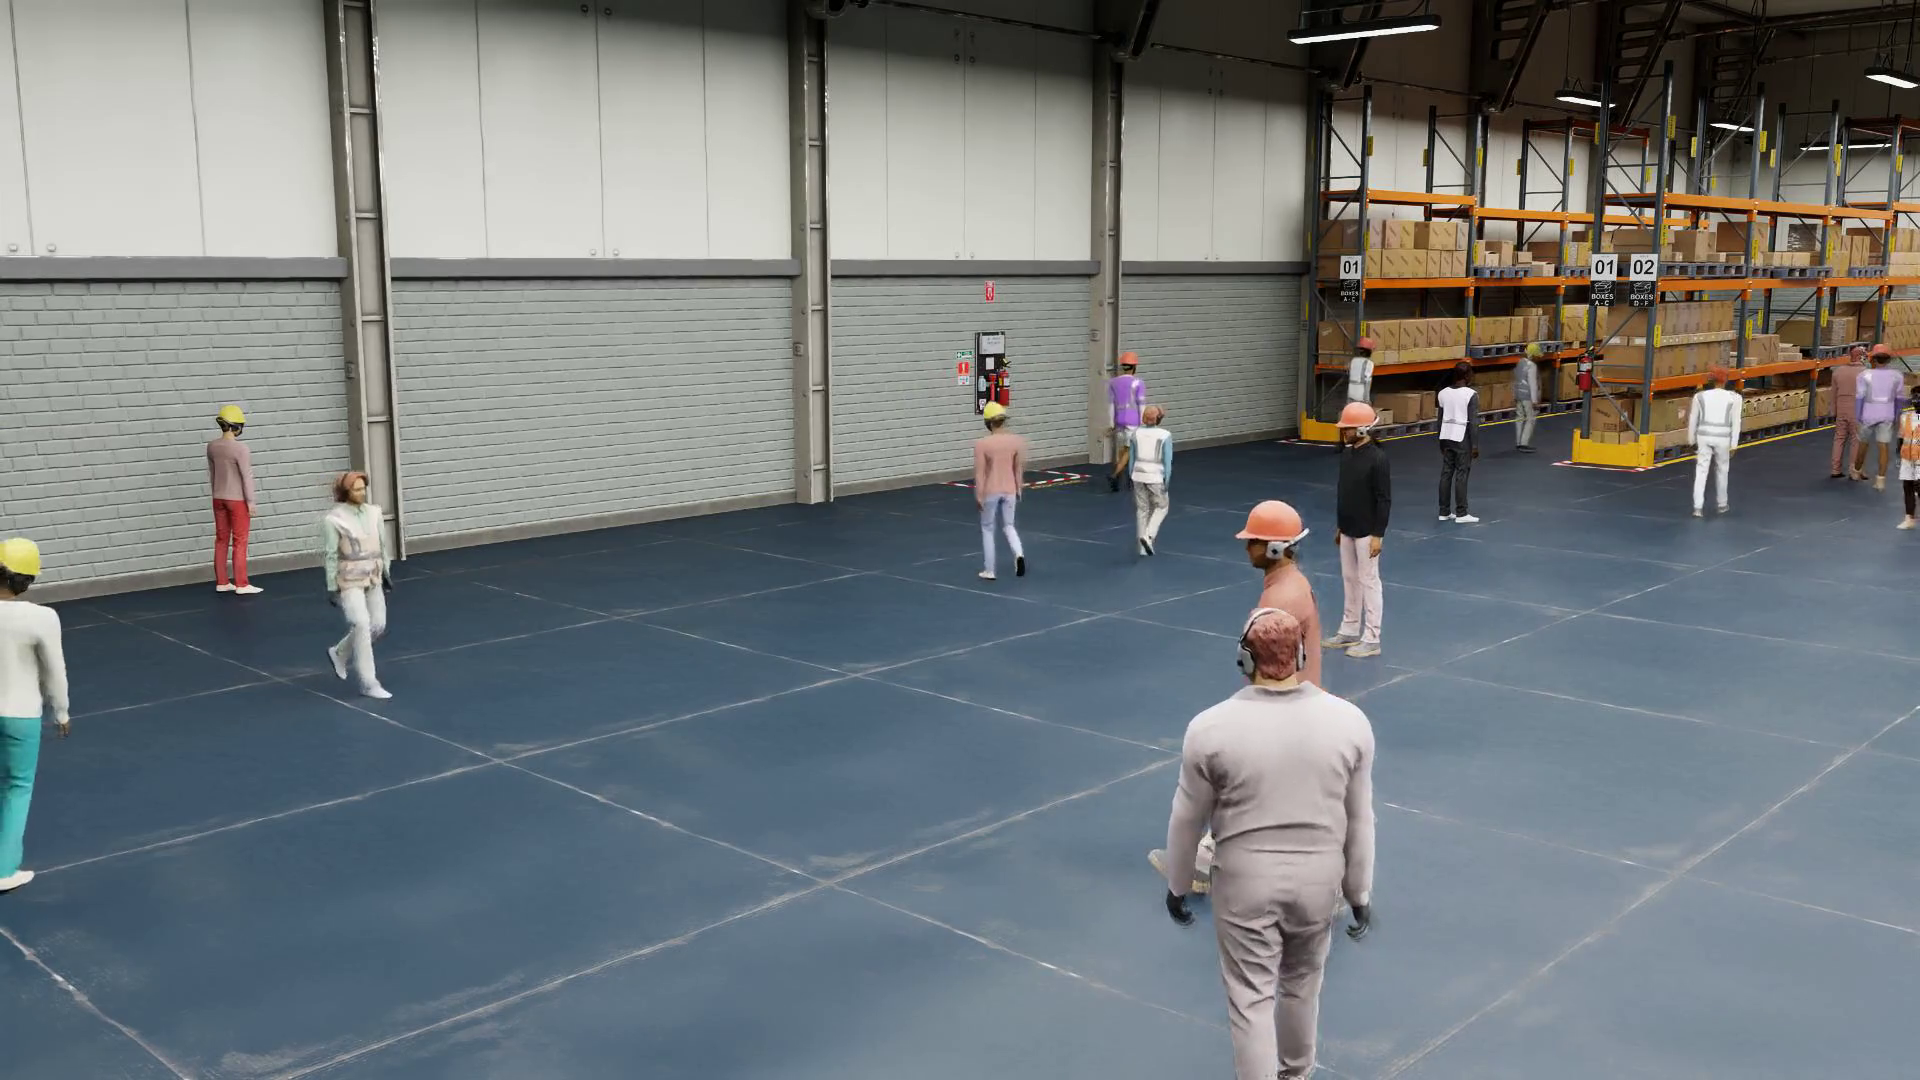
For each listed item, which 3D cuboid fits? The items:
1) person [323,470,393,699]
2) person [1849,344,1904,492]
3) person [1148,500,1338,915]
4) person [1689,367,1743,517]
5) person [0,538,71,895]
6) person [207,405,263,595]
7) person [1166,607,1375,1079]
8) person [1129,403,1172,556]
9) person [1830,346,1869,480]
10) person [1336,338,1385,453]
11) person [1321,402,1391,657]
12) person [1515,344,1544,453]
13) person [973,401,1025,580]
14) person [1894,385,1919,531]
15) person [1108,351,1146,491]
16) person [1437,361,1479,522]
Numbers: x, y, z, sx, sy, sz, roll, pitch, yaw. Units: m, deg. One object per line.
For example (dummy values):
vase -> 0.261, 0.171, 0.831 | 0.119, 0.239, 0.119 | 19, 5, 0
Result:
person -> -4.292, 0.301, 11.772 | 0.616, 1.623, 0.522 | 4, 10, 23
person -> 12.543, -1.688, 22.805 | 0.623, 1.976, 1.127 | 2, 10, 14
person -> 1.353, 0.790, 7.790 | 0.962, 1.950, 0.647 | 2, 9, 10
person -> 9.201, -1.196, 20.313 | 0.596, 1.832, 1.005 | 6, 11, 33
person -> -4.664, 0.852, 8.109 | 0.582, 1.721, 0.419 | -3, 10, -15
person -> -6.737, -0.366, 15.451 | 0.522, 1.764, 0.334 | 4, 10, 25
person -> 1.042, 1.150, 5.792 | 0.678, 1.884, 0.738 | -1, 9, -4
person -> 1.963, -0.613, 17.356 | 0.519, 1.624, 0.424 | 6, 11, 30
person -> 12.816, -1.819, 23.848 | 0.402, 1.906, 0.651 | -4, 10, -25
person -> 6.558, -2.356, 27.223 | 0.986, 1.885, 0.553 | -7, 11, -35
person -> 3.115, -0.084, 13.021 | 0.396, 1.988, 0.614 | -3, 10, -18
person -> 9.335, -2.331, 27.353 | 0.403, 1.790, 0.681 | -1, 9, -5
person -> 0.386, -0.457, 16.014 | 0.541, 1.747, 0.529 | -4, 10, -23
person -> 10.992, -0.934, 19.106 | 0.366, 1.683, 0.550 | -5, 10, -26
person -> 2.253, -1.612, 22.600 | 0.547, 1.912, 0.829 | 8, 12, 40
person -> 5.938, -1.169, 19.847 | 0.390, 1.920, 0.587 | -6, 11, -31
